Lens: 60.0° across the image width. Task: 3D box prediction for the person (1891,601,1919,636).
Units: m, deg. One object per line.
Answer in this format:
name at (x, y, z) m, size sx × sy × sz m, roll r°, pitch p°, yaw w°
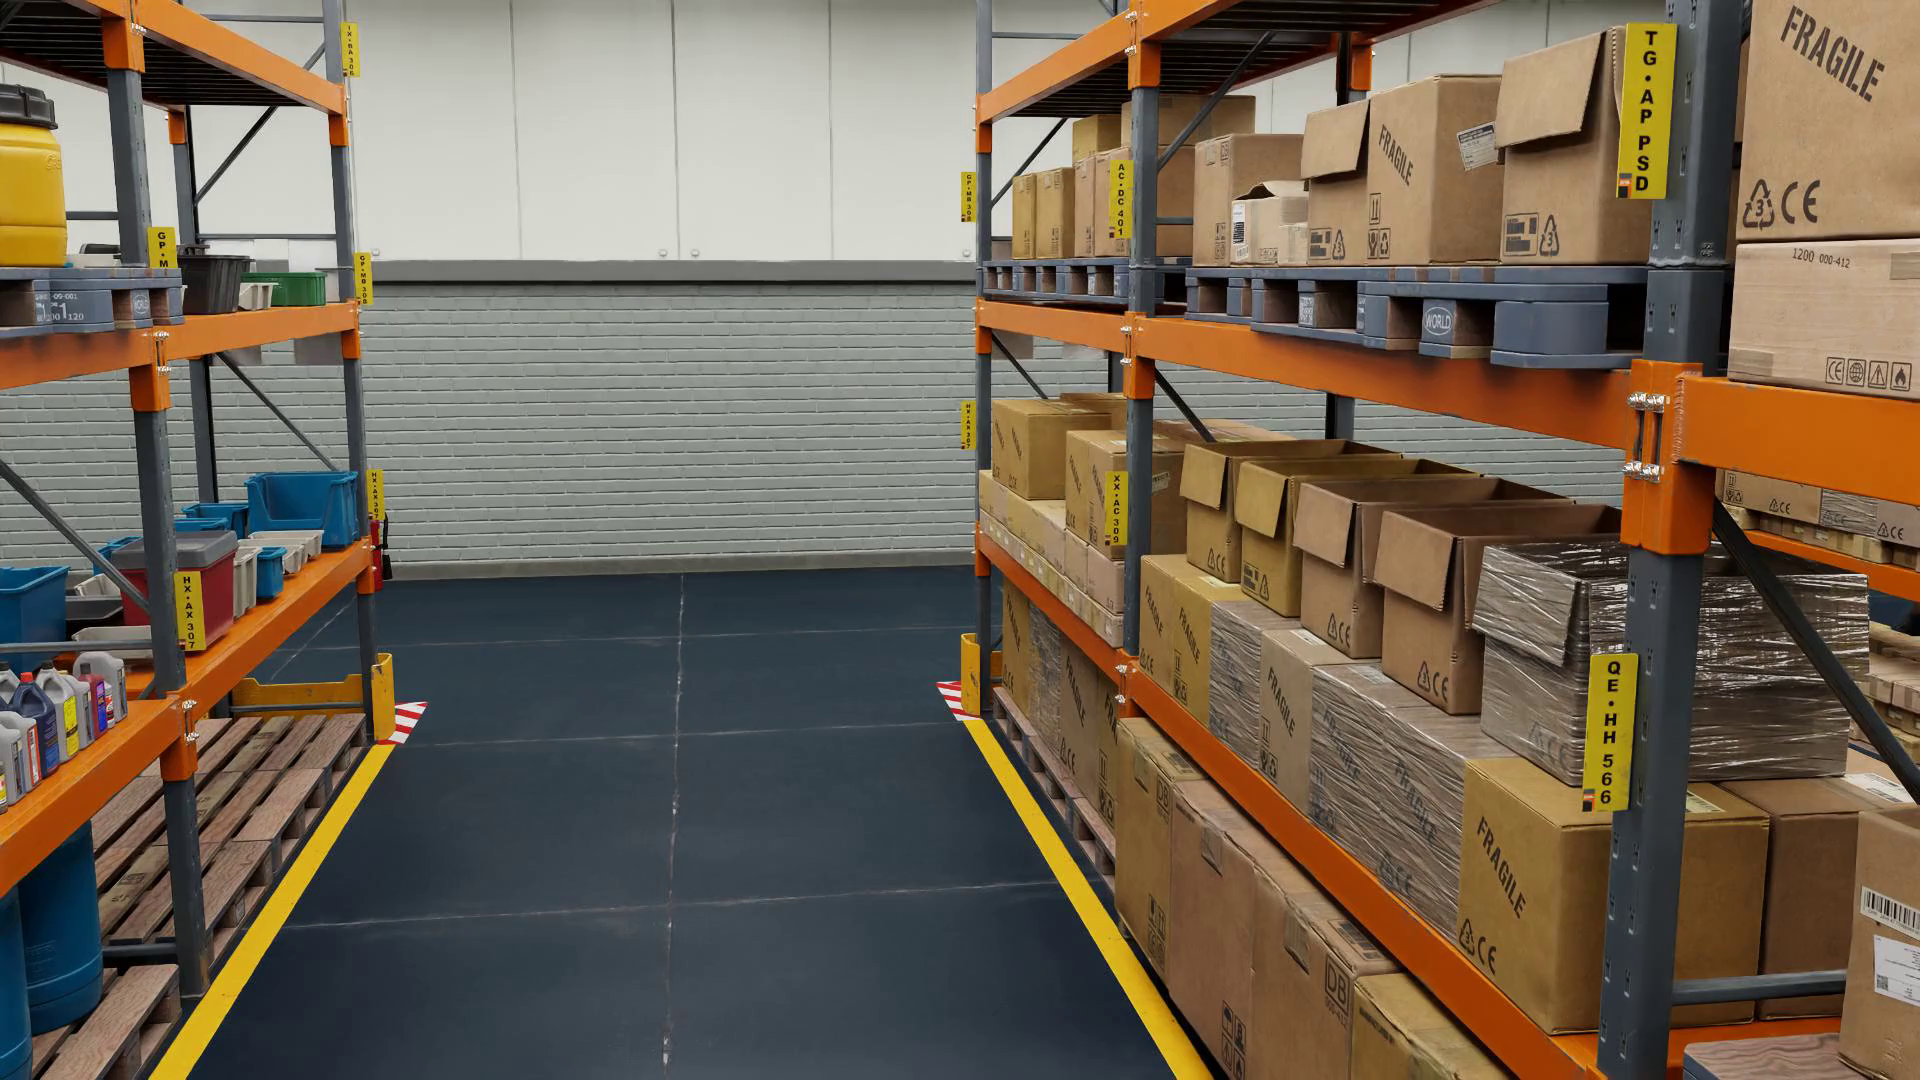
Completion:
person at (8.022, -0.147, 13.776) m, size 0.683 × 1.915 × 0.570 m, roll -1°, pitch 9°, yaw -6°
